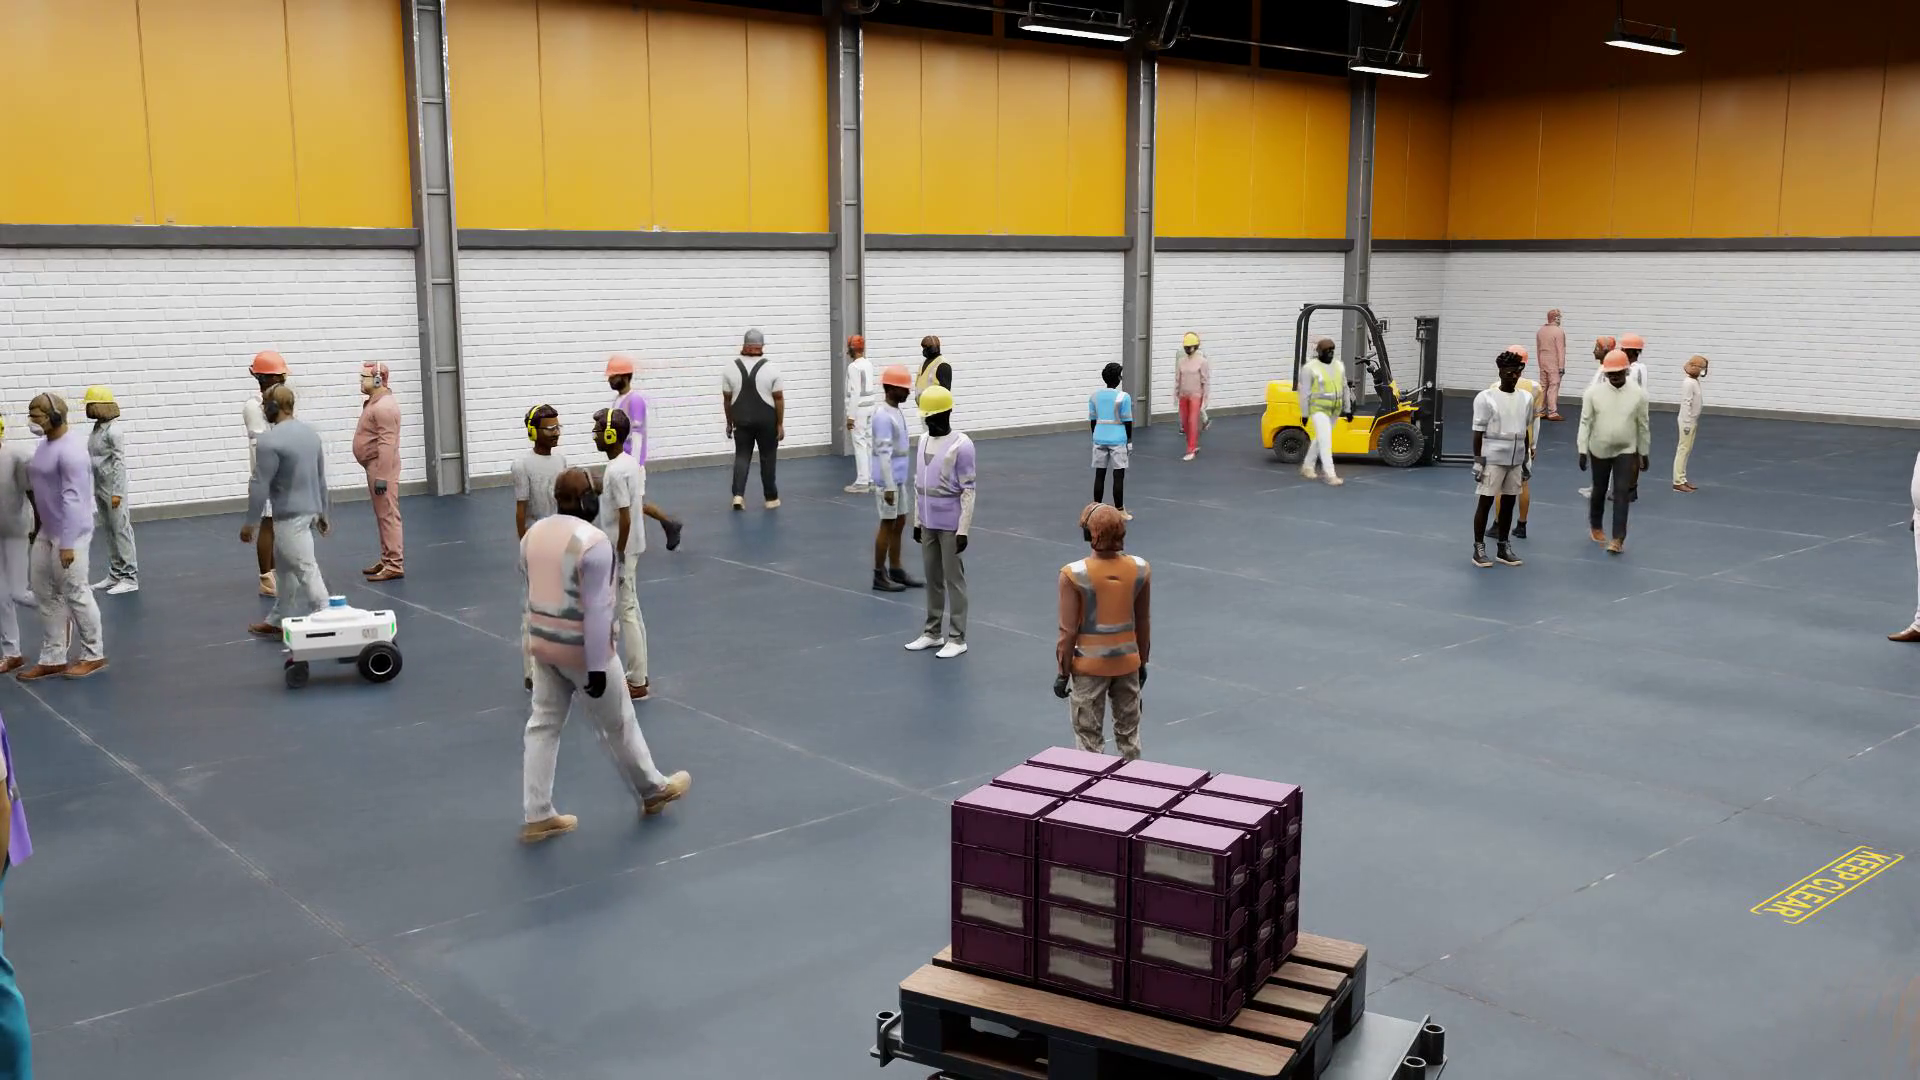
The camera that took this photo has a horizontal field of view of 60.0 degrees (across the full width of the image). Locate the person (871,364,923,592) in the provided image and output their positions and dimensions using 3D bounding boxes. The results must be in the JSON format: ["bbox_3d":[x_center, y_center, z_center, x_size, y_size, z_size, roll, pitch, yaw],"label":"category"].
[{"bbox_3d":[-0.543,-0.515,13.970,0.391,1.929,0.558,2,10,12],"label":"person"}]

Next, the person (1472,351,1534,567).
[{"bbox_3d":[4.928,-0.735,15.106,0.613,1.963,0.361,-3,10,-18],"label":"person"}]

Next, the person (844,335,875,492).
[{"bbox_3d":[-1.203,-1.507,19.873,0.354,1.881,0.576,3,10,18],"label":"person"}]

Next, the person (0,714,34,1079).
[{"bbox_3d":[-3.105,1.027,5.145,0.571,1.843,0.373,7,12,35],"label":"person"}]

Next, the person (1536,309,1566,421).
[{"bbox_3d":[10.163,-2.999,28.521,0.411,1.913,0.643,-3,10,-19],"label":"person"}]

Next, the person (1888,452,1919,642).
[{"bbox_3d":[6.991,-0.151,11.860,0.405,1.911,0.636,0,10,-1],"label":"person"}]

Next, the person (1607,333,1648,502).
[{"bbox_3d":[7.680,-1.408,19.115,0.363,1.942,0.542,6,12,33],"label":"person"}]

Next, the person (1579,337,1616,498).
[{"bbox_3d":[7.483,-1.427,19.399,0.349,1.882,0.584,2,10,11],"label":"person"}]

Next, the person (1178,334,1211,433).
[{"bbox_3d":[3.789,-2.532,26.703,0.749,1.595,0.534,-6,12,-33],"label":"person"}]

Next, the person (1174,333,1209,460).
[{"bbox_3d":[3.228,-1.993,23.148,0.540,1.776,0.496,9,13,42],"label":"person"}]

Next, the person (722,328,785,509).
[{"bbox_3d":[-2.266,-1.356,18.523,0.690,2.000,0.555,2,10,10],"label":"person"}]

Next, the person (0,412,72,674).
[{"bbox_3d":[-6.424,-0.024,11.296,0.541,1.850,0.549,2,10,13],"label":"person"}]

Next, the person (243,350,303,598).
[{"bbox_3d":[-5.659,-0.546,13.773,0.380,2.041,0.616,-1,10,-3],"label":"person"}]

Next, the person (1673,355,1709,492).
[{"bbox_3d":[8.769,-1.396,19.946,0.291,1.632,0.503,7,12,34],"label":"person"}]

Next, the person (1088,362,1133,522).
[{"bbox_3d":[1.608,-1.033,17.640,0.533,1.697,0.318,7,12,37],"label":"person"}]

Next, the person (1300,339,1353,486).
[{"bbox_3d":[4.533,-1.614,20.763,0.628,1.806,0.946,-5,11,-28],"label":"person"}]

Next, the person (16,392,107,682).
[{"bbox_3d":[-5.990,-0.014,11.011,0.665,1.928,0.501,9,13,43],"label":"person"}]

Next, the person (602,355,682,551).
[{"bbox_3d":[-3.010,-0.761,15.427,0.747,1.916,0.557,-7,12,-37],"label":"person"}]

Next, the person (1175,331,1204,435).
[{"bbox_3d":[3.634,-2.471,26.241,0.497,1.633,0.285,6,11,32],"label":"person"}]

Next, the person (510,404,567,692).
[{"bbox_3d":[-2.666,0.056,10.757,0.328,1.872,0.509,4,10,22],"label":"person"}]

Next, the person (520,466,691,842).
[{"bbox_3d":[-1.794,0.533,8.178,0.643,1.793,0.934,8,12,38],"label":"person"}]

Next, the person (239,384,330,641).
[{"bbox_3d":[-4.886,-0.155,11.910,0.912,1.903,0.655,1,10,6],"label":"person"}]

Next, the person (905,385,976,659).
[{"bbox_3d":[-0.139,-0.130,11.708,0.377,1.918,0.585,-8,13,-40],"label":"person"}]

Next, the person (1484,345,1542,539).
[{"bbox_3d":[5.493,-0.973,16.581,0.545,1.938,0.361,-1,10,-7],"label":"person"}]

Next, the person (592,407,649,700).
[{"bbox_3d":[-2.153,0.093,10.543,0.309,1.868,0.535,-1,10,-5],"label":"person"}]

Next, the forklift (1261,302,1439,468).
[{"bbox_3d":[5.320,-2.157,22.763,2.313,2.155,1.214,3,10,16],"label":"forklift"}]

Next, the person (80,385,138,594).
[{"bbox_3d":[-7.140,-0.422,13.926,0.484,1.745,0.297,9,13,43],"label":"person"}]

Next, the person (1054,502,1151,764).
[{"bbox_3d":[0.693,0.635,8.041,0.522,1.638,0.311,-5,11,-26],"label":"person"}]

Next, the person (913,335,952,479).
[{"bbox_3d":[-0.348,-1.627,20.715,0.429,1.838,0.621,-5,11,-27],"label":"person"}]

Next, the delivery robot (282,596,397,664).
[{"bbox_3d":[-4.125,0.615,11.053,0.707,0.478,0.477,-4,11,-22],"label":"delivery robot"}]

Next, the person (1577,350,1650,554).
[{"bbox_3d":[6.288,-0.868,16.005,0.669,1.938,1.038,4,10,20],"label":"person"}]

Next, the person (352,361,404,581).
[{"bbox_3d":[-5.069,-0.604,14.501,0.409,1.913,0.642,-4,11,-24],"label":"person"}]
